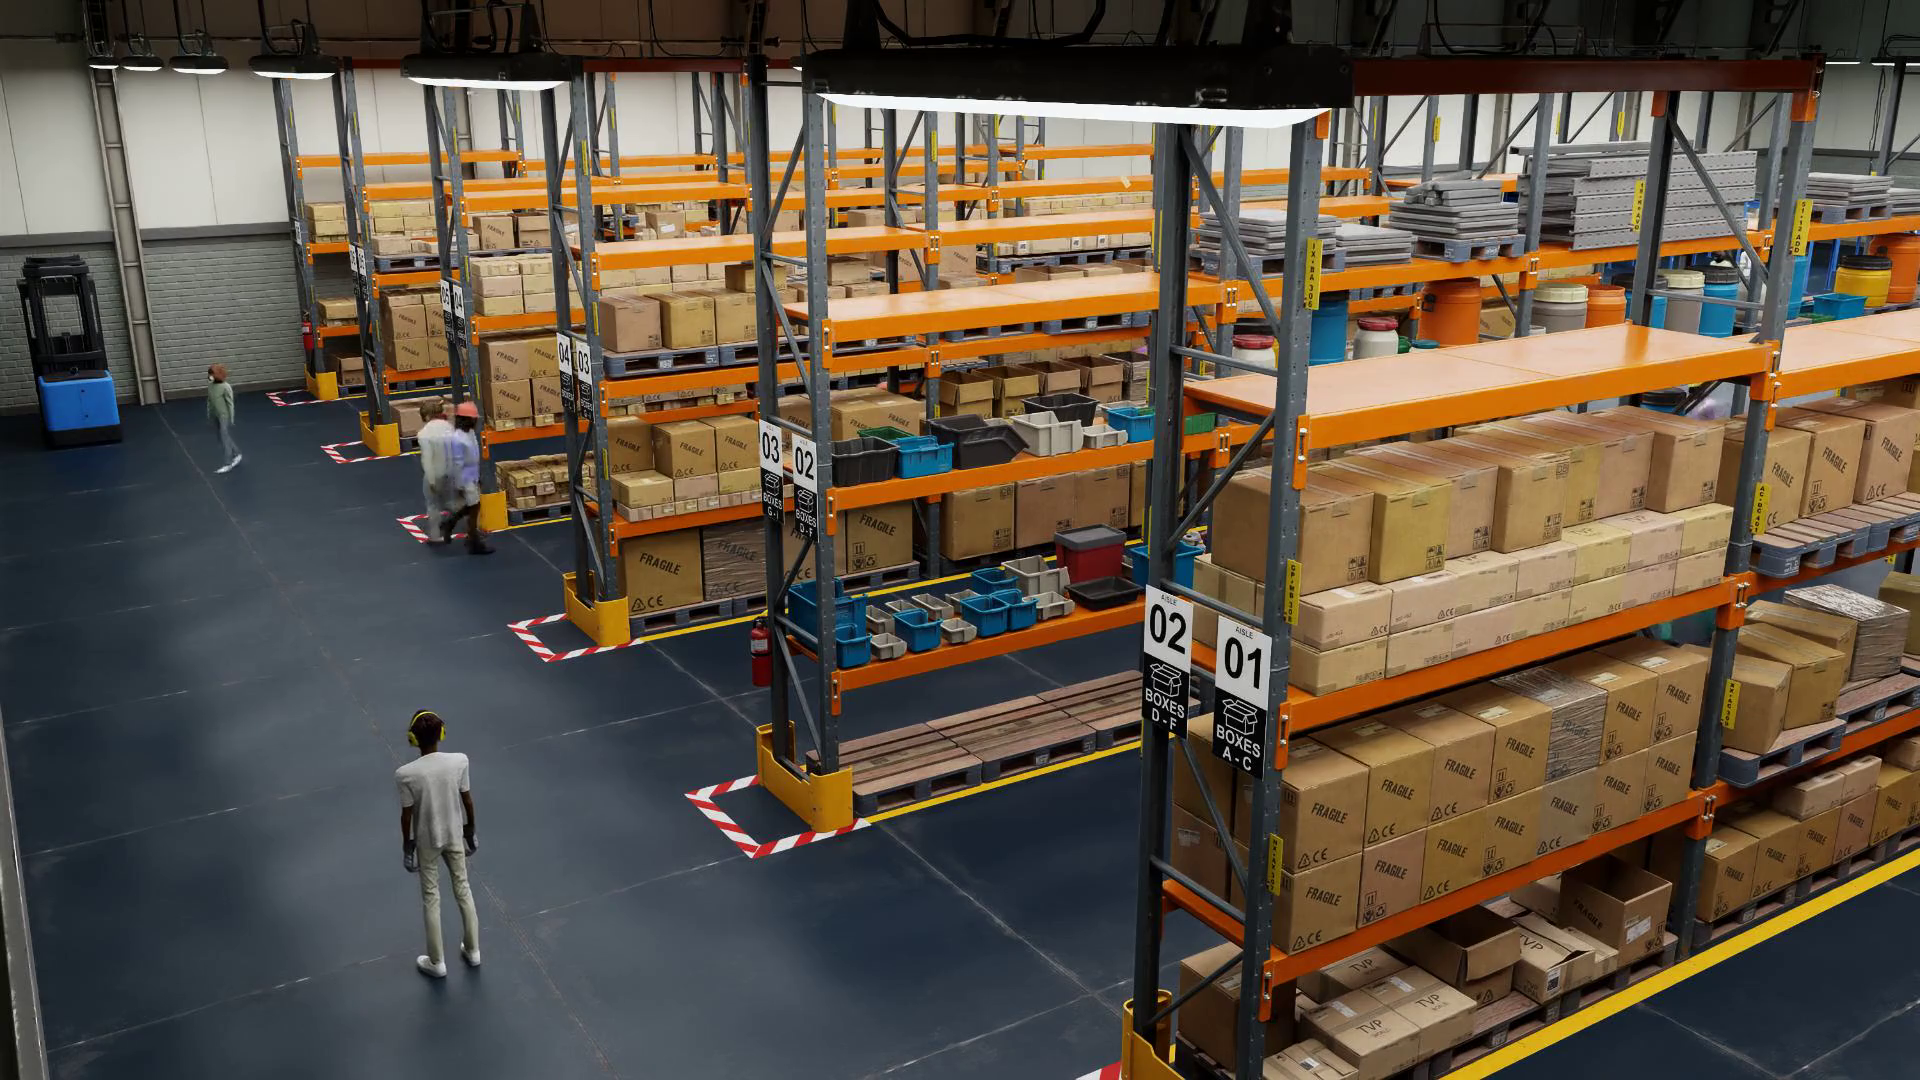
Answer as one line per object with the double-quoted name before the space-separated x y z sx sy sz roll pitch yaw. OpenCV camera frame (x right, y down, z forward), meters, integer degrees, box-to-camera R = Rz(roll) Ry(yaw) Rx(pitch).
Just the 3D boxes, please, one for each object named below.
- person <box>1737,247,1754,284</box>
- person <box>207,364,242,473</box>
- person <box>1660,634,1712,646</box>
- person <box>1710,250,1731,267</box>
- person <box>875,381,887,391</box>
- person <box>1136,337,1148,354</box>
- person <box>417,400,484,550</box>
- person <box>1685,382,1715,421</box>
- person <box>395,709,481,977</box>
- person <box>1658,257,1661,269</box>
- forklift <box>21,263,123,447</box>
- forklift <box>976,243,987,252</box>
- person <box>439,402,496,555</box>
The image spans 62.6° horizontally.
"person" 18.899 -6.297 37.775 0.542 1.939 0.364 3 17 9
"person" -11.107 -1.850 23.768 0.507 1.649 0.477 10 20 30
"person" 7.785 0.277 16.581 0.895 1.711 0.543 -8 19 -24
"person" 17.266 -5.737 36.162 0.512 1.843 0.632 -2 17 -7
"person" -0.962 -1.030 20.324 0.365 2.048 0.608 0 17 1
"person" 2.999 -2.461 25.223 0.496 1.925 0.573 -12 20 -33
"person" -6.471 -0.811 19.863 0.752 1.907 0.647 8 19 25
"person" 10.122 -1.381 21.705 0.720 1.909 0.601 -5 18 -15
"person" -3.499 2.024 10.628 0.511 1.861 0.314 -12 21 -34
"person" 19.686 -8.348 44.656 0.514 1.846 0.333 0 17 0
"forklift" -14.518 -3.079 25.708 1.129 2.768 1.873 -10 20 -31
"forklift" 0.988 -5.474 34.718 1.214 2.155 2.313 -10 20 -31
"person" -6.236 -0.780 19.753 0.705 1.911 0.578 1 17 3
